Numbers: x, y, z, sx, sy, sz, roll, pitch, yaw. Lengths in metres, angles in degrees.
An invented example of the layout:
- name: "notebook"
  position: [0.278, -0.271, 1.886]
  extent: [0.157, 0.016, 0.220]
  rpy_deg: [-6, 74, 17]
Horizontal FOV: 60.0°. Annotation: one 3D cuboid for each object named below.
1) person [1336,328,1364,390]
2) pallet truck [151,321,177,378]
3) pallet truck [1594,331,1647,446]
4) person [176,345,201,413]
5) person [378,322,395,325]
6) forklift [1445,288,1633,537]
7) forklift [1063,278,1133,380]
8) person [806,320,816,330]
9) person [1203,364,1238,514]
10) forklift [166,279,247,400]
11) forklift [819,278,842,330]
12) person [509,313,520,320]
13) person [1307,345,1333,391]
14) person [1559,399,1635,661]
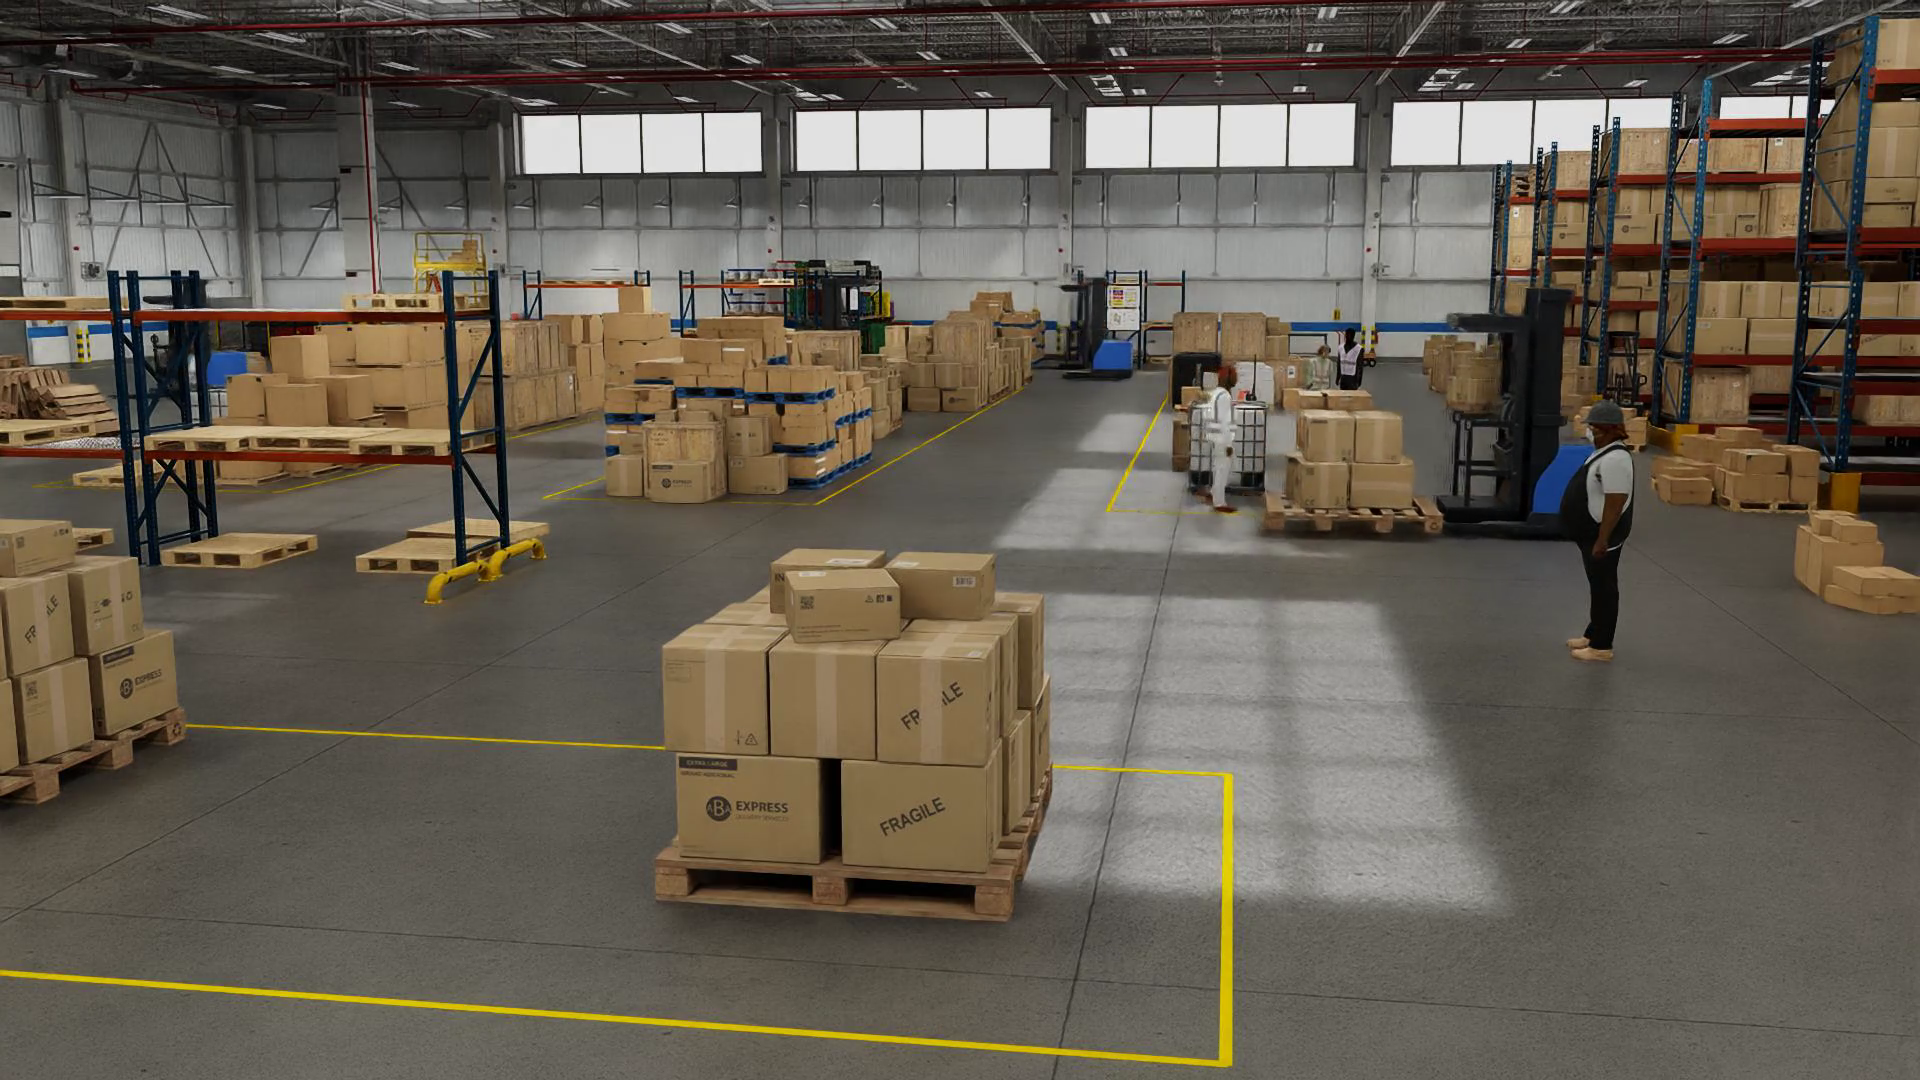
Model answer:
- name: "person"
  position: [7.682, -3.216, 32.745]
  extent: [0.385, 1.910, 0.592]
  rpy_deg: [-7, 12, -38]
- name: "pallet truck"
  position: [-21.869, -5.598, 47.154]
  extent: [0.823, 1.965, 1.885]
  rpy_deg: [4, 10, 26]
- name: "pallet truck"
  position: [11.253, -2.573, 28.499]
  extent: [0.823, 1.965, 1.885]
  rpy_deg: [5, 10, 27]
- name: "person"
  position: [-15.284, -3.127, 33.059]
  extent: [0.516, 1.618, 0.687]
  rpy_deg: [-2, 9, -13]
- name: "person"
  position: [-15.904, -5.369, 46.001]
  extent: [0.693, 1.916, 0.635]
  rpy_deg: [4, 10, 25]
- name: "forklift"
  position: [6.635, -1.469, 18.976]
  extent: [1.873, 2.768, 1.129]
  rpy_deg: [1, 9, 9]
- name: "forklift"
  position: [3.860, -5.868, 46.103]
  extent: [1.873, 2.768, 1.129]
  rpy_deg: [1, 9, 9]
- name: "person"
  position: [-3.469, -4.111, 38.262]
  extent: [0.635, 1.916, 0.855]
  rpy_deg: [3, 10, 20]
- name: "person"
  position: [3.307, -1.245, 20.694]
  extent: [0.410, 1.870, 0.618]
  rpy_deg: [0, 9, 1]
- name: "forklift"
  position: [-18.051, -4.783, 39.416]
  extent: [1.873, 2.768, 1.129]
  rpy_deg: [-8, 12, -40]
- name: "forklift"
  position: [-3.270, -5.243, 42.251]
  extent: [1.873, 2.768, 1.129]
  rpy_deg: [1, 9, 9]
- name: "person"
  position: [-11.561, -4.936, 43.315]
  extent: [0.555, 1.912, 0.672]
  rpy_deg: [8, 12, 41]
- name: "person"
  position: [6.929, -2.967, 32.137]
  extent: [0.527, 1.600, 0.801]
  rpy_deg: [0, 9, -1]
- name: "person"
  position: [4.965, -0.083, 13.010]
  extent: [0.535, 2.000, 0.674]
  rpy_deg: [3, 10, 17]
